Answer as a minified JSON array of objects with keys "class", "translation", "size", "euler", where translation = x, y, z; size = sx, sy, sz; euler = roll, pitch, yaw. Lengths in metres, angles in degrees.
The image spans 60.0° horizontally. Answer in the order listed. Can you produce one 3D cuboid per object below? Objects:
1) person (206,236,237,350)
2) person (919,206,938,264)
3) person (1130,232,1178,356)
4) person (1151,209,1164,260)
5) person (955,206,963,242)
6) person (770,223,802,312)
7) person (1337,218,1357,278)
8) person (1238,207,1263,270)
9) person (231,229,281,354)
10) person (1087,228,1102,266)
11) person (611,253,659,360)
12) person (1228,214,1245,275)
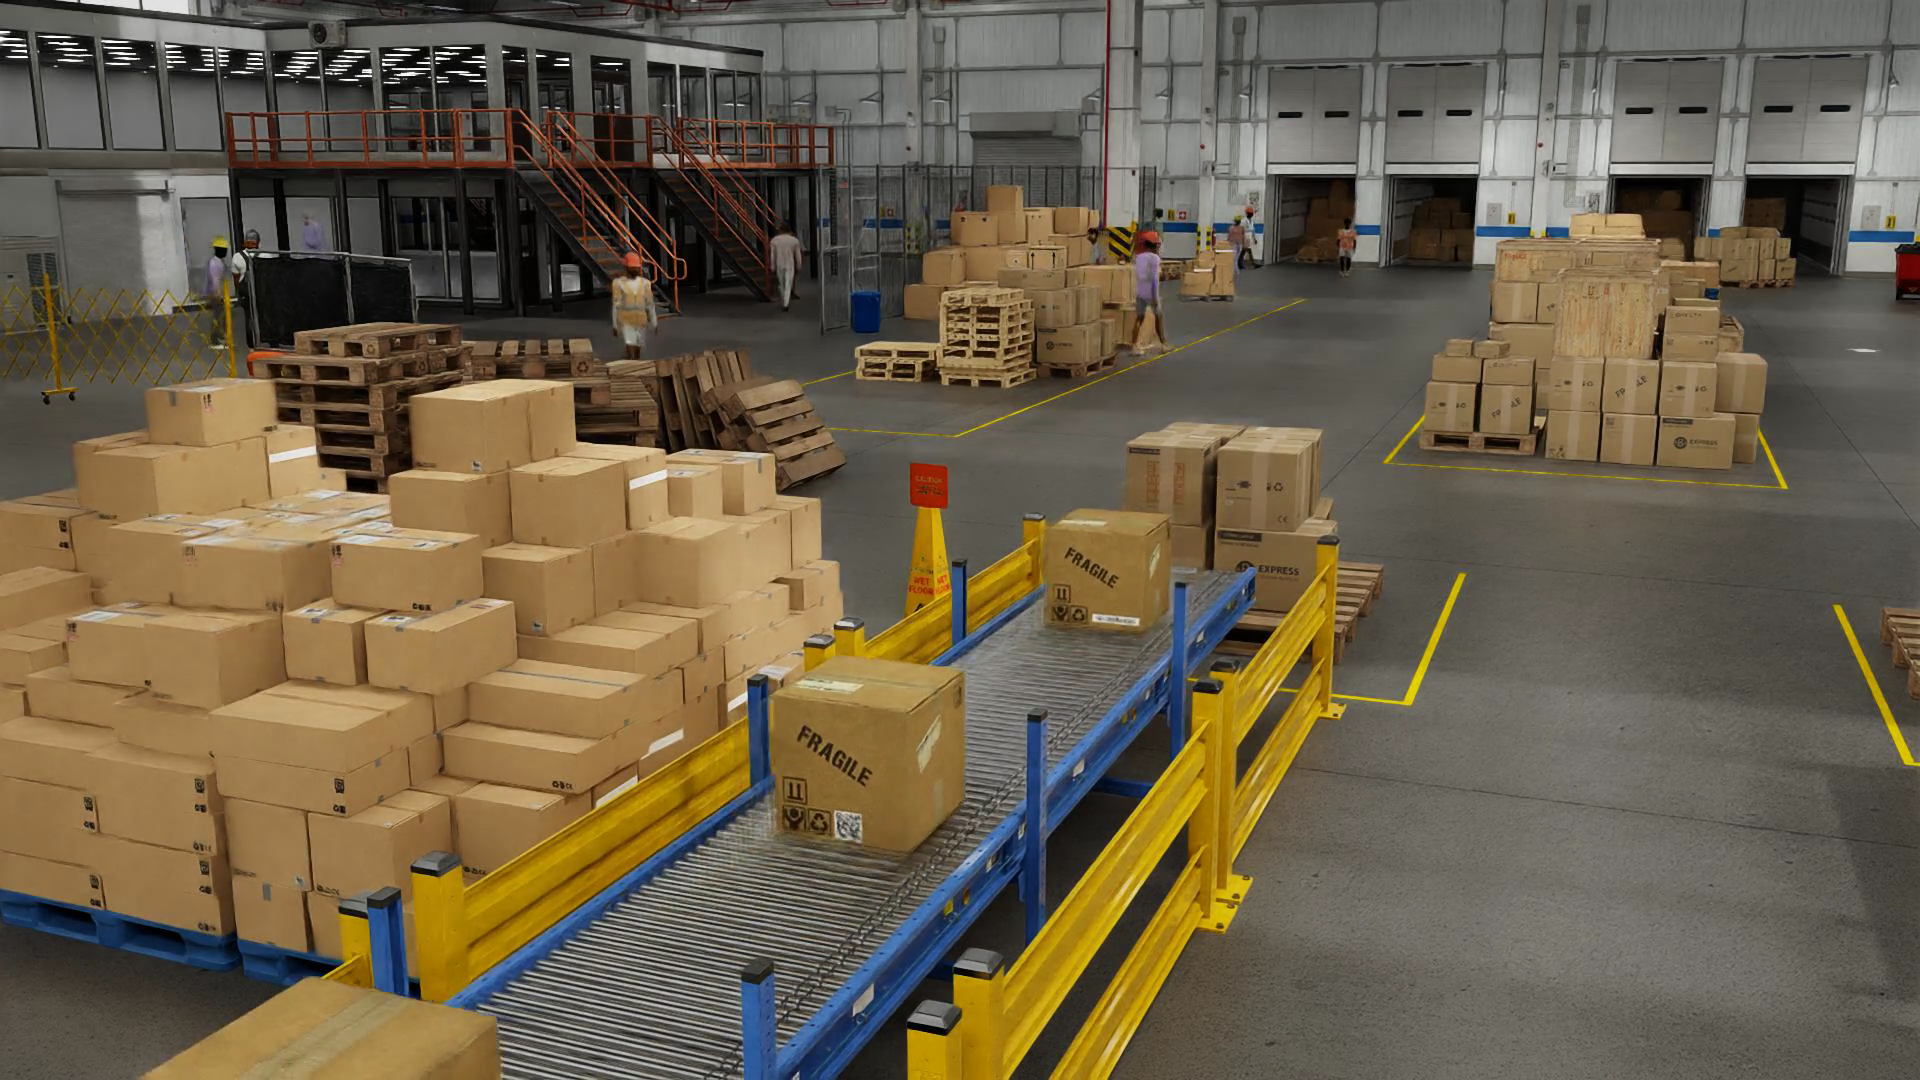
[{"class":"person","translation":[-12.474,-4.155,28.040],"size":[0.533,1.898,0.665],"euler":[-3,13,-11]},{"class":"person","translation":[-0.984,-9.267,50.902],"size":[0.624,1.927,0.638],"euler":[-2,13,-9]},{"class":"person","translation":[3.161,-4.004,27.124],"size":[0.982,1.999,0.618],"euler":[-9,15,-34]},{"class":"person","translation":[6.216,-9.434,51.949],"size":[0.789,1.789,0.725],"euler":[4,13,18]},{"class":"person","translation":[-0.006,-8.449,47.111],"size":[0.623,1.981,0.404],"euler":[4,13,19]},{"class":"person","translation":[-3.731,-5.846,35.671],"size":[0.651,1.890,1.033],"euler":[1,13,3]},{"class":"person","translation":[10.892,-8.228,46.859],"size":[0.539,1.660,0.851],"euler":[3,13,15]},{"class":"person","translation":[8.781,-9.129,50.377],"size":[0.976,1.882,0.569],"euler":[10,16,37]},{"class":"person","translation":[-11.606,-4.100,27.475],"size":[0.677,2.000,0.536],"euler":[-2,13,-8]},{"class":"person","translation":[2.695,-5.351,33.510],"size":[0.439,1.852,0.530],"euler":[2,13,7]},{"class":"person","translation":[-4.367,-2.915,22.482],"size":[0.567,1.892,0.939],"euler":[-7,15,-30]},{"class":"person","translation":[8.001,-8.588,48.306],"size":[0.529,1.736,0.843],"euler":[-4,13,-19]}]
